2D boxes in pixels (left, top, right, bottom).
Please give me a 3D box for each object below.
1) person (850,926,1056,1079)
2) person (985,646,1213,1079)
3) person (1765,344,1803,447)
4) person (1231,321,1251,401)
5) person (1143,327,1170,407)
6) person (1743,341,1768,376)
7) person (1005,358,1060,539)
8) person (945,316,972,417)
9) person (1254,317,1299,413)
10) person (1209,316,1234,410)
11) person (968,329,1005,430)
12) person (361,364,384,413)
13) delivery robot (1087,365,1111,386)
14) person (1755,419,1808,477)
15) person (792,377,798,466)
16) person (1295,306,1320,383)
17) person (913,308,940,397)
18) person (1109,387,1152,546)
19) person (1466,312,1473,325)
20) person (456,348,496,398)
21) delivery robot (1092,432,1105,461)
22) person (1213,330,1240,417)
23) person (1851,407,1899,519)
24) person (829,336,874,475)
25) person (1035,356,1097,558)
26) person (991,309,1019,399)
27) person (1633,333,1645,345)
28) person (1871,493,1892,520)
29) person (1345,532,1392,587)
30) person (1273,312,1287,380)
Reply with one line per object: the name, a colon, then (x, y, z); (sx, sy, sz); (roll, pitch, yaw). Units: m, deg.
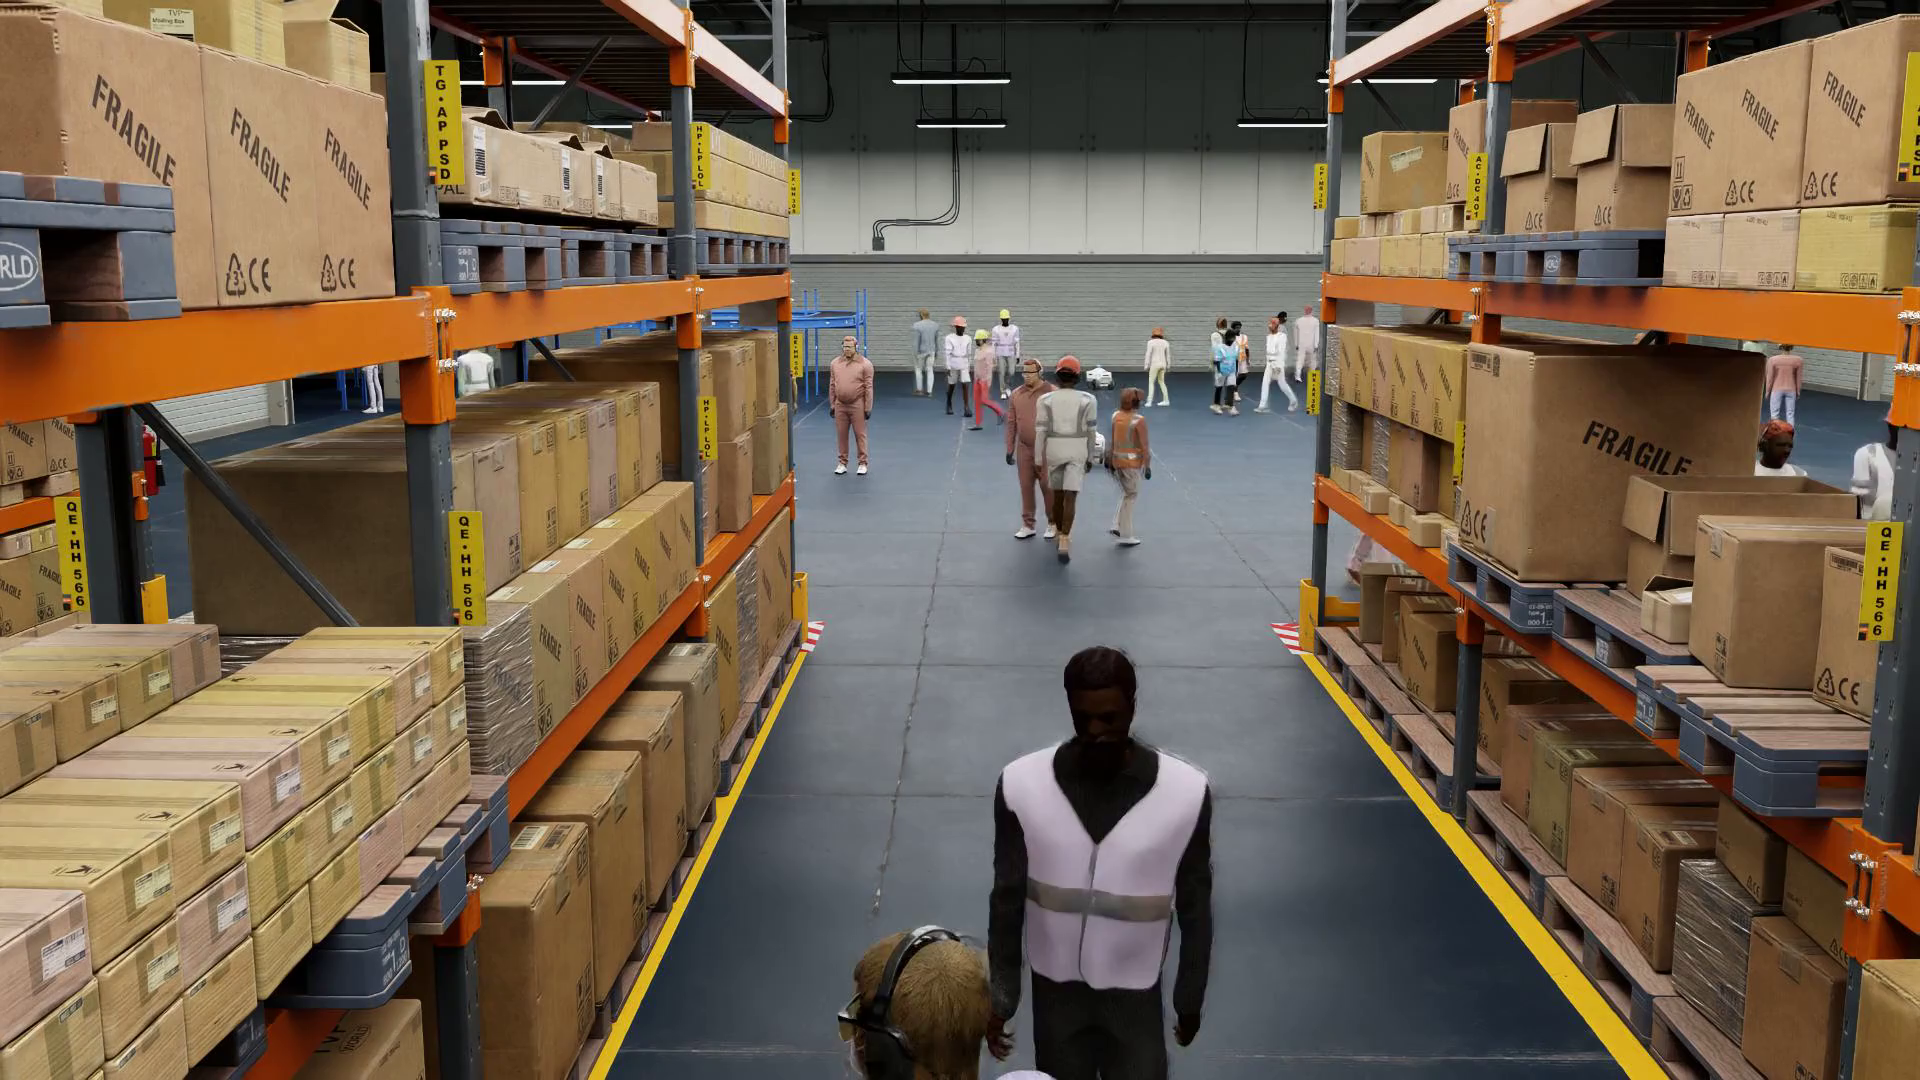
person: (-0.090, 1.519, 2.704); (1.016, 1.886, 0.641); (8, 12, 38)
person: (0.380, 1.205, 4.547); (0.595, 1.900, 0.462); (2, 10, 11)
person: (12.945, -2.335, 26.158); (0.533, 1.765, 0.330); (2, 10, 12)
person: (5.843, -3.782, 35.059); (0.557, 1.678, 0.615); (-3, 10, -17)
person: (3.996, -3.513, 33.680); (0.563, 1.609, 0.328); (-5, 11, -29)
person: (15.668, -3.357, 32.759); (0.521, 1.603, 0.703); (-2, 10, -11)
person: (0.788, -0.959, 17.507); (0.676, 1.901, 0.396); (5, 11, 28)
person: (-0.041, -3.306, 31.622); (0.547, 1.895, 0.994); (-3, 10, -17)
person: (6.184, -3.401, 32.312); (0.917, 1.854, 0.583); (-5, 11, -30)
person: (5.164, -3.495, 32.865); (0.505, 1.847, 0.344); (-3, 10, -20)
person: (0.442, -2.793, 28.944); (0.589, 1.750, 0.529); (-5, 11, -29)
person: (-11.411, -3.392, 32.178); (0.310, 1.868, 0.532); (3, 10, 15)
delivery robot: (3.194, -3.770, 38.215); (0.477, 0.478, 0.707); (-4, 10, -21)
person: (5.385, 0.118, 11.156); (0.594, 1.867, 0.667); (-1, 10, -9)
person: (-2.601, -1.967, 23.713); (0.567, 1.845, 0.389); (0, 9, -2)
person: (8.418, -4.749, 40.350); (0.661, 1.862, 0.985); (6, 11, 33)
person: (-0.733, -4.067, 36.048); (0.658, 1.928, 0.390); (-5, 11, -27)
person: (1.758, -0.757, 17.122); (0.391, 1.624, 0.542); (-6, 11, -33)
person: (11.060, -4.112, 36.105); (0.961, 2.000, 0.699); (1, 10, 7)
person: (-7.087, -2.125, 24.485); (0.630, 1.913, 0.965); (-9, 13, -44)
delivery robot: (1.906, -1.379, 23.897); (0.477, 0.478, 0.707); (1, 10, 4)
person: (5.062, -3.180, 31.594); (0.540, 1.638, 0.867); (-3, 10, -17)
person: (6.831, -0.096, 12.298); (0.551, 1.915, 0.659); (2, 10, 13)
person: (-1.508, -1.847, 22.852); (0.636, 1.899, 0.401); (3, 10, 20)
person: (1.049, -0.832, 16.546); (0.595, 1.985, 1.097); (2, 10, 13)
person: (0.967, -3.949, 35.387); (0.607, 1.907, 0.426); (-1, 10, -5)
person: (12.216, -2.904, 29.957); (0.500, 1.633, 0.284); (-3, 10, -20)
person: (6.036, 0.269, 10.594); (0.557, 1.742, 0.378); (3, 10, 15)
person: (3.682, -0.483, 14.576); (0.631, 1.938, 1.067); (-4, 10, -21)
person: (7.955, -4.822, 41.279); (0.322, 1.689, 0.530); (3, 10, 18)
